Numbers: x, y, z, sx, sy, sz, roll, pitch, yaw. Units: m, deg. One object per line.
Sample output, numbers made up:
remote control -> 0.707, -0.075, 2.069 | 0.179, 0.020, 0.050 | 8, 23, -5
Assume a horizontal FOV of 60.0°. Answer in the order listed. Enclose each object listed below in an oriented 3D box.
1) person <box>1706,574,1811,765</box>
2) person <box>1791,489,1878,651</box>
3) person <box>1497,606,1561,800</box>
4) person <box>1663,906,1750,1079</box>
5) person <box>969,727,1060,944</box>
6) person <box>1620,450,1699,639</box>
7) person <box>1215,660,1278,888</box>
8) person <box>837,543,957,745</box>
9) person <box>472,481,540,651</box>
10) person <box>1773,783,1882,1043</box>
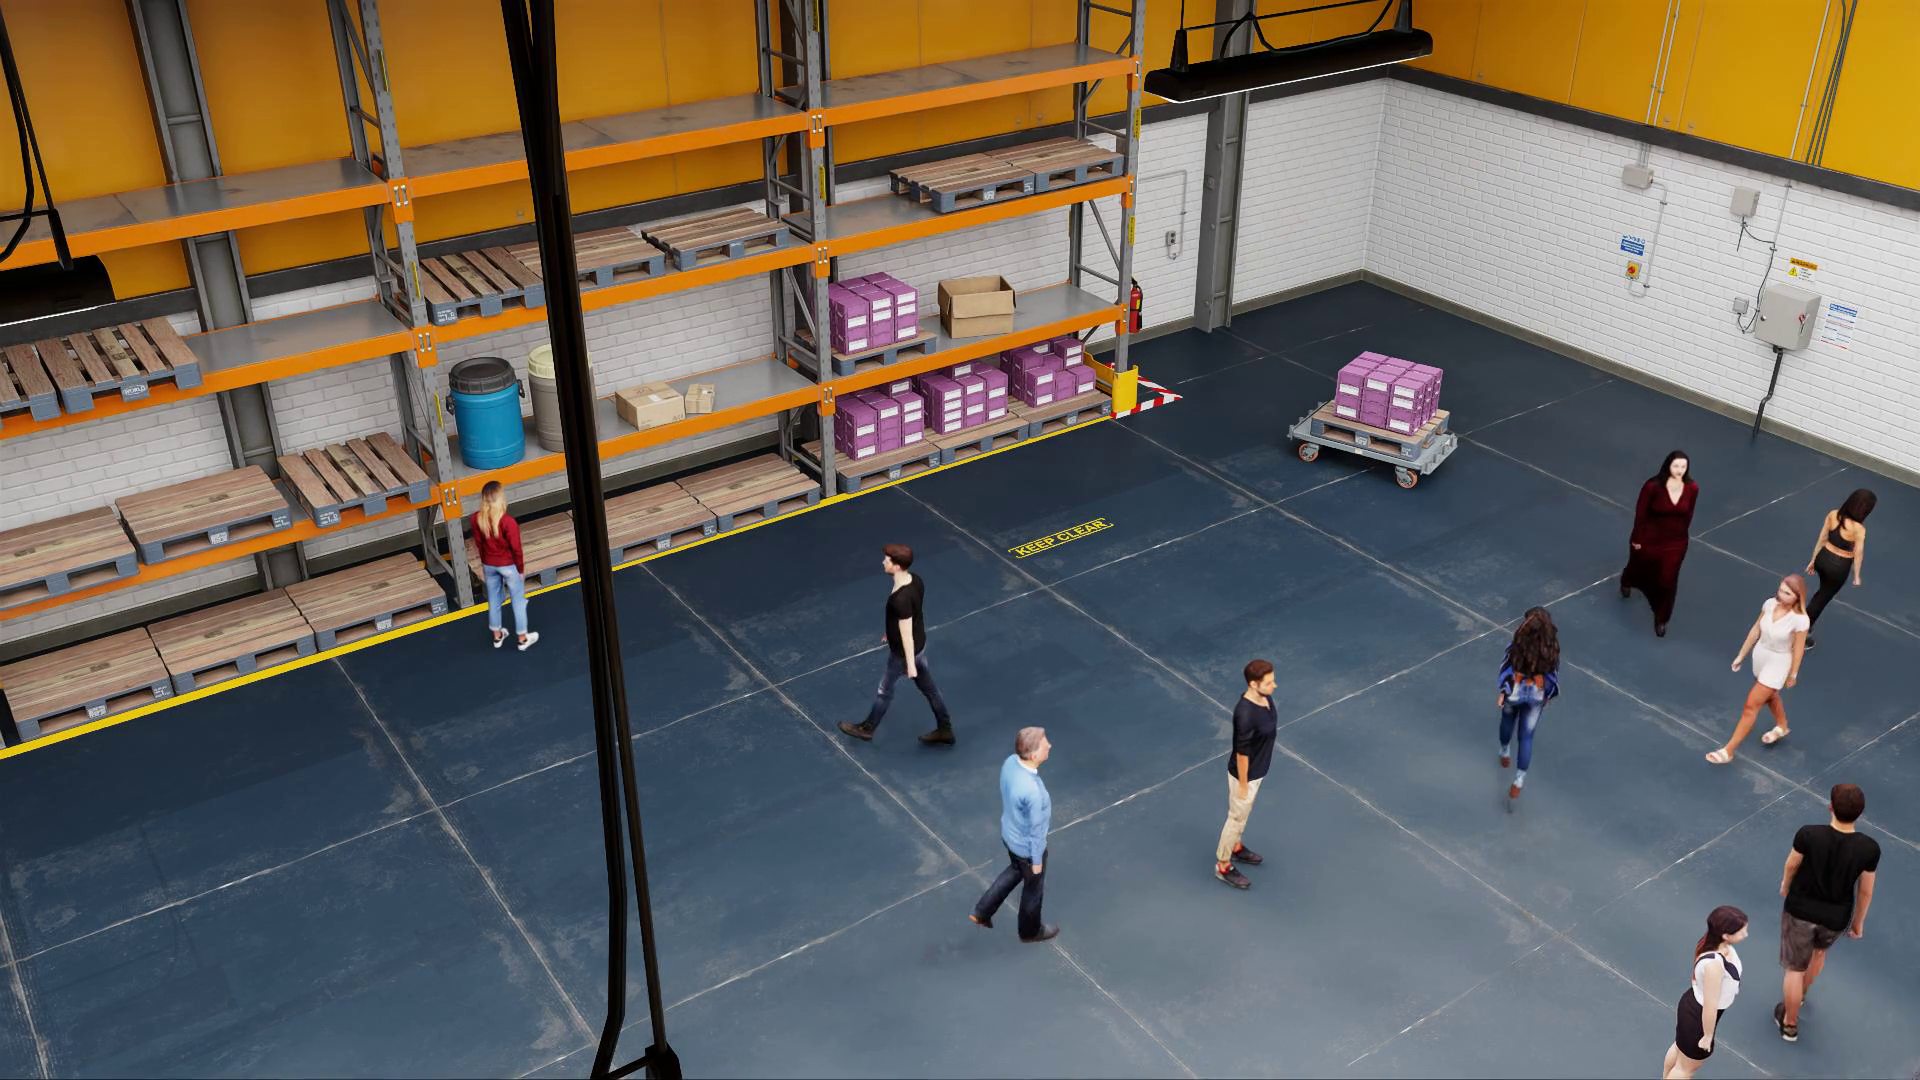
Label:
person -> 6.543, 0.999, 13.299 | 1.195, 1.652, 0.793 | -10, 30, -17
person -> 7.613, 0.287, 14.643 | 0.689, 1.613, 0.626 | -11, 31, -19
person -> 4.376, 1.266, 12.879 | 1.013, 1.585, 1.110 | 7, 29, 13
person -> 4.418, 2.841, 9.923 | 0.696, 1.650, 0.608 | 10, 30, 18
person -> 0.363, 2.028, 11.261 | 0.946, 1.797, 0.776 | -11, 30, -19
person -> 6.334, -0.052, 15.158 | 1.132, 1.716, 1.161 | 3, 29, 6
person -> 2.052, 1.632, 11.927 | 0.777, 1.854, 0.660 | 12, 31, 21
person -> -0.329, 0.889, 13.297 | 1.239, 1.847, 1.190 | 6, 29, 10
person -> -4.059, 0.222, 14.743 | 0.657, 1.633, 0.710 | 6, 29, 11
person -> 5.426, 2.409, 10.516 | 0.947, 1.842, 1.023 | 7, 29, 13
